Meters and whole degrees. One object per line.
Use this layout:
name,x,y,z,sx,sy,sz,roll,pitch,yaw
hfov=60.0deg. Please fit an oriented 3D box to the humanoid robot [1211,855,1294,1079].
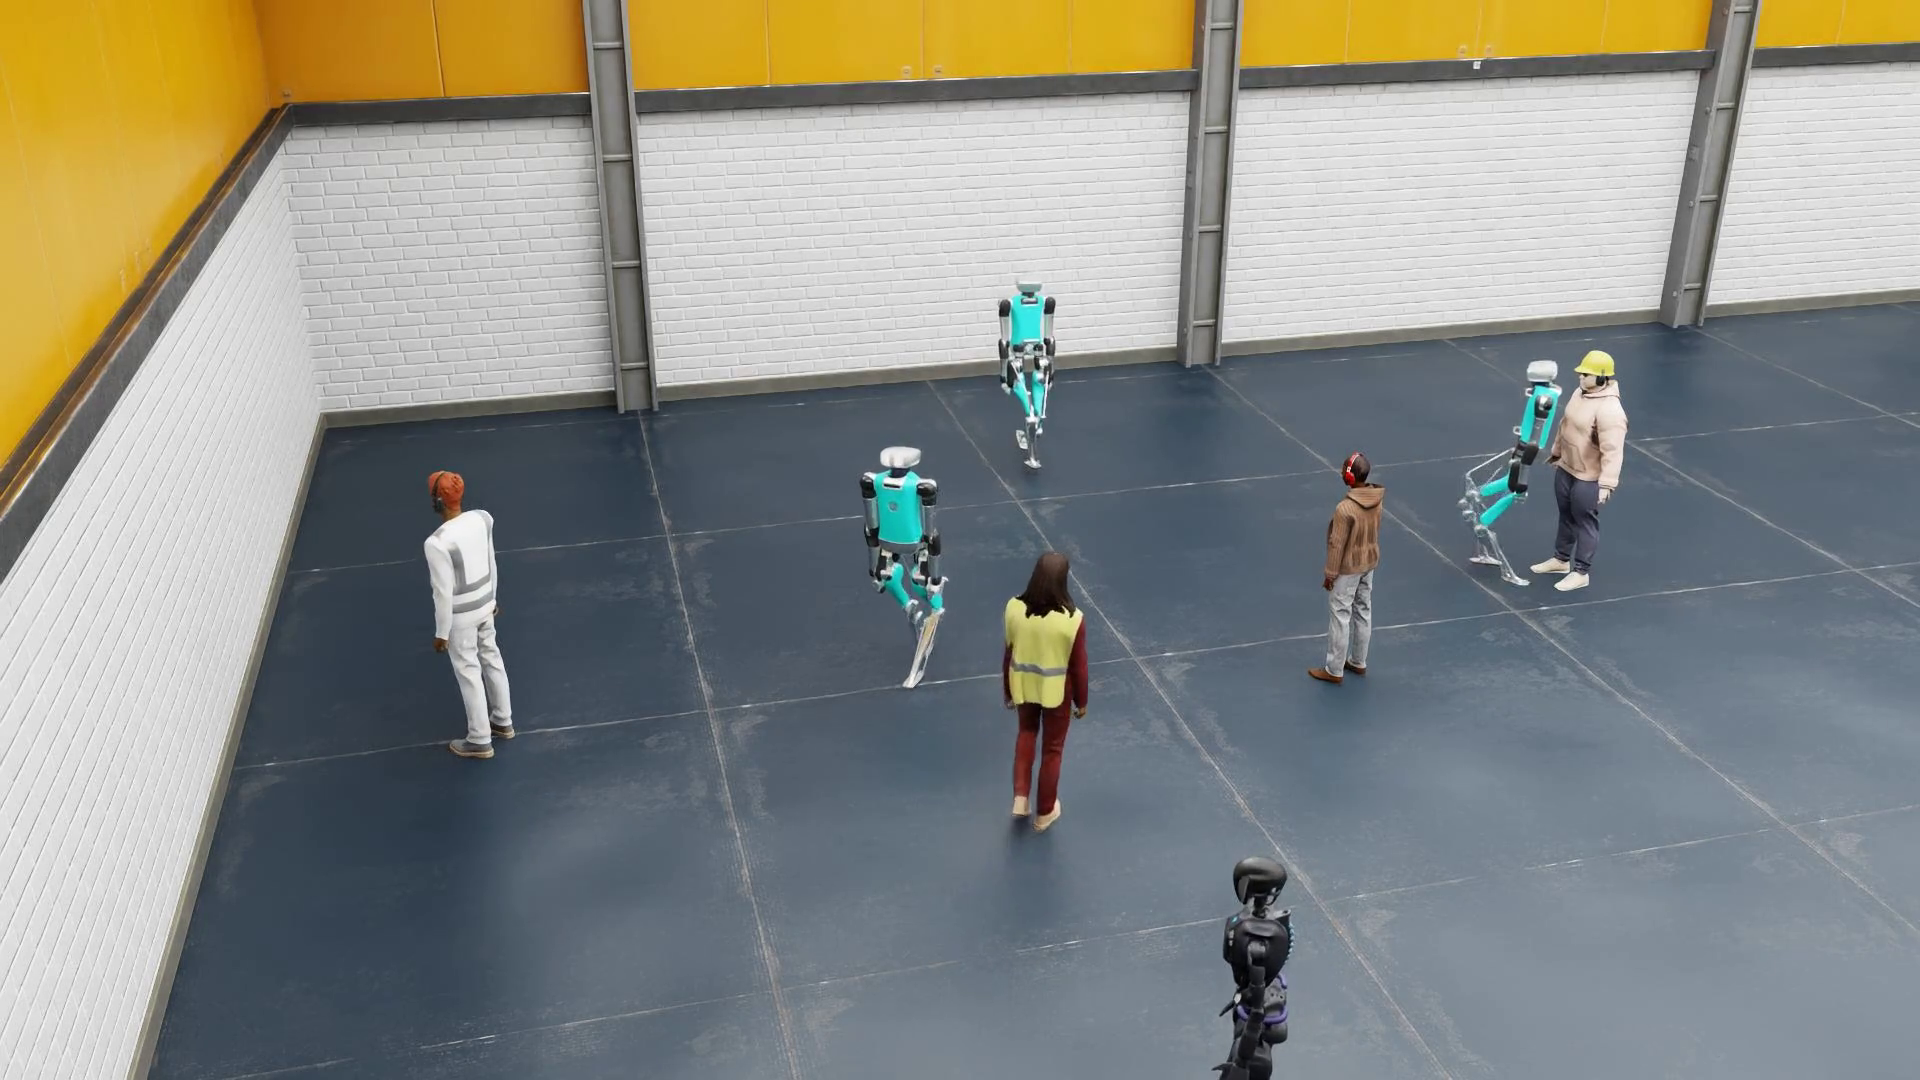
humanoid robot,1.276,2.048,7.011,0.734,1.639,0.612,4,24,8

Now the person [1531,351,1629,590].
person,4.734,-0.533,12.585,0.409,1.868,0.807,-5,24,-11

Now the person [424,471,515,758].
person,-3.061,0.460,10.312,0.337,1.882,0.583,9,25,19

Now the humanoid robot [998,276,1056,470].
humanoid robot,0.658,-1.435,14.815,0.543,1.722,1.045,-7,25,-16

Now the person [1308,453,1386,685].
person,2.635,0.201,11.195,0.463,1.648,0.327,-18,29,-35

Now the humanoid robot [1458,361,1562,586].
humanoid robot,4.108,-0.519,12.715,0.756,1.790,0.537,8,25,18

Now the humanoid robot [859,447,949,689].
humanoid robot,-0.282,0.165,11.262,0.545,1.866,0.821,9,25,19

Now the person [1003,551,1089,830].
person,0.492,0.881,9.505,0.500,1.762,0.440,10,26,21
